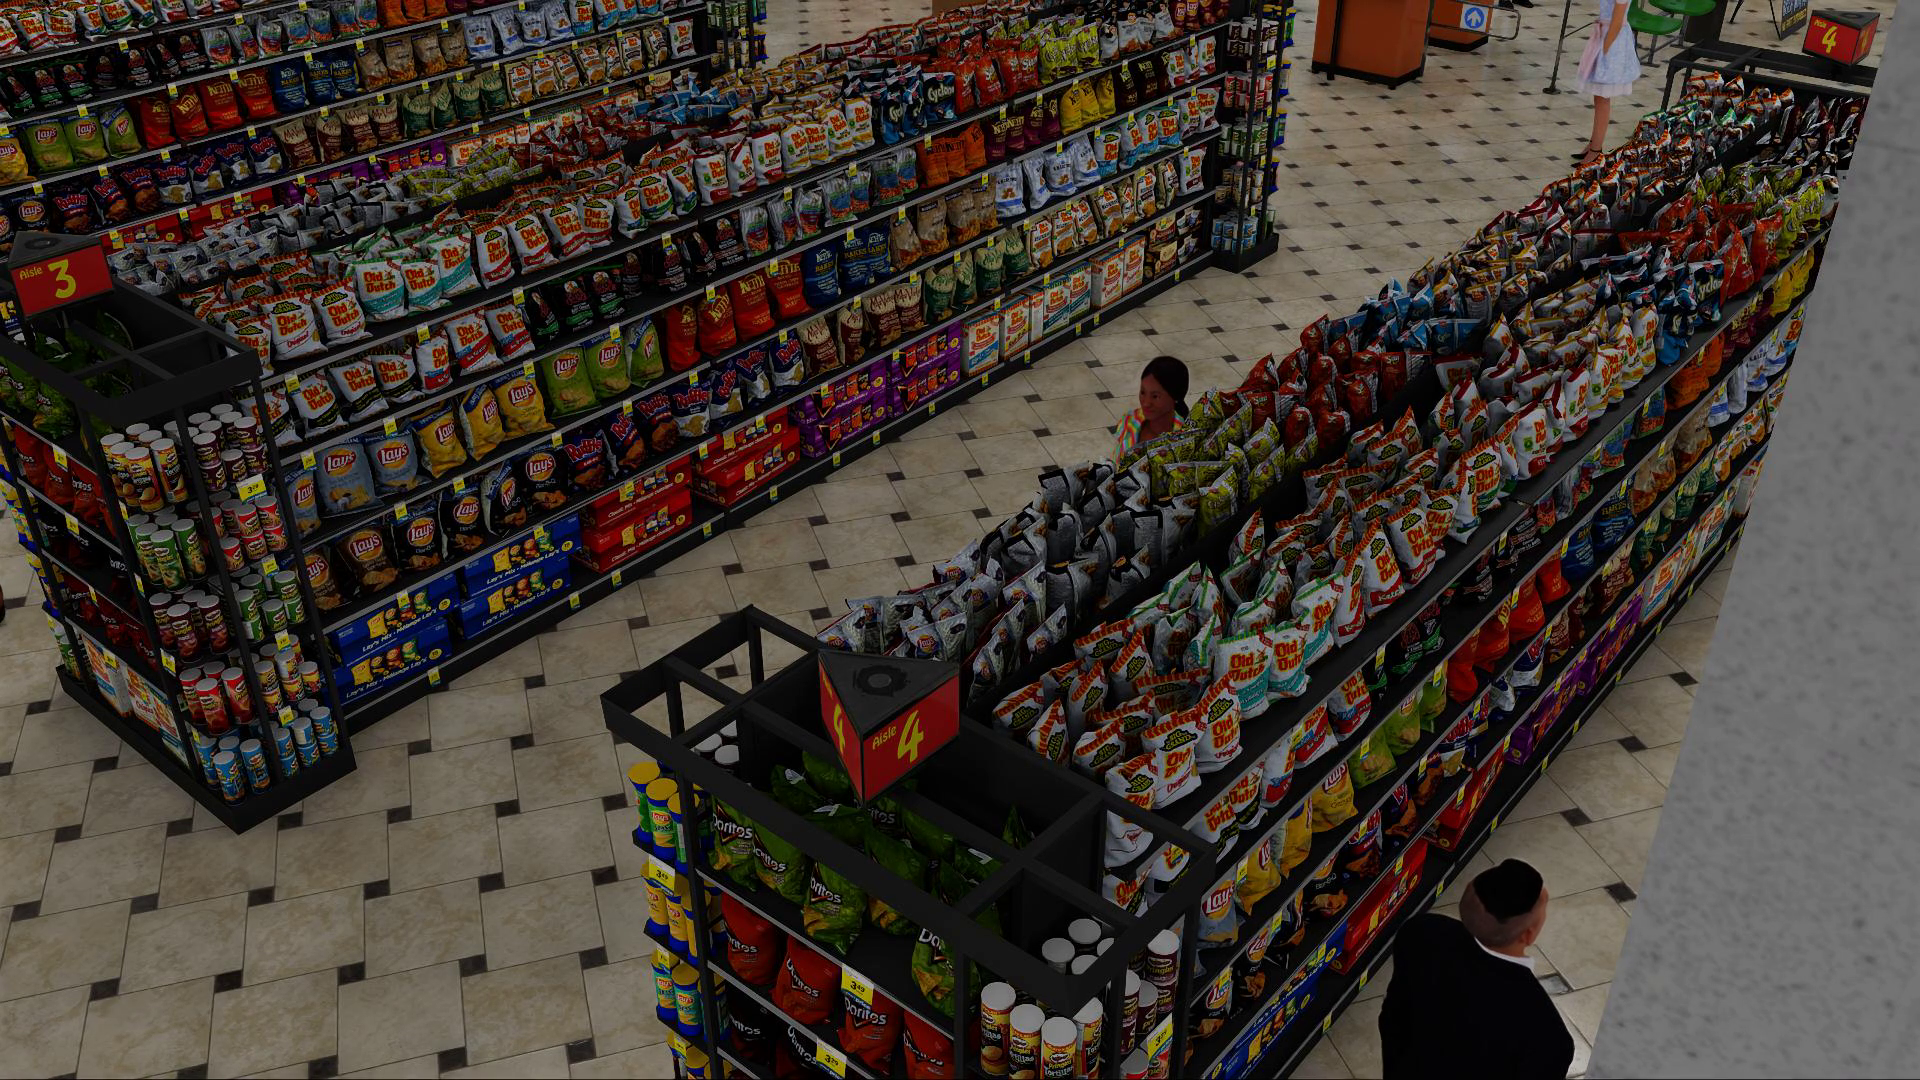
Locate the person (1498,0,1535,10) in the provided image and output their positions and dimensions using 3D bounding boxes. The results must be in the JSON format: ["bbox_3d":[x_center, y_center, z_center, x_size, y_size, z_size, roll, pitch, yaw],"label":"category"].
[{"bbox_3d":[6.027,-6.583,17.601,0.672,1.819,0.806,-11,34,-18],"label":"person"}]

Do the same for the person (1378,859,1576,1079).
[{"bbox_3d":[1.303,1.554,4.401,0.706,1.948,0.770,-19,37,-28],"label":"person"}]

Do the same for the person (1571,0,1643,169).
[{"bbox_3d":[5.166,-3.871,13.242,0.862,1.818,0.777,11,34,17],"label":"person"}]

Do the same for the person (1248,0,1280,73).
[{"bbox_3d":[2.849,-5.139,15.405,0.727,1.686,0.575,12,34,19],"label":"person"}]

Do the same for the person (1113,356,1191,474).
[{"bbox_3d":[0.795,0.046,6.970,0.623,1.793,0.566,19,36,27],"label":"person"}]
